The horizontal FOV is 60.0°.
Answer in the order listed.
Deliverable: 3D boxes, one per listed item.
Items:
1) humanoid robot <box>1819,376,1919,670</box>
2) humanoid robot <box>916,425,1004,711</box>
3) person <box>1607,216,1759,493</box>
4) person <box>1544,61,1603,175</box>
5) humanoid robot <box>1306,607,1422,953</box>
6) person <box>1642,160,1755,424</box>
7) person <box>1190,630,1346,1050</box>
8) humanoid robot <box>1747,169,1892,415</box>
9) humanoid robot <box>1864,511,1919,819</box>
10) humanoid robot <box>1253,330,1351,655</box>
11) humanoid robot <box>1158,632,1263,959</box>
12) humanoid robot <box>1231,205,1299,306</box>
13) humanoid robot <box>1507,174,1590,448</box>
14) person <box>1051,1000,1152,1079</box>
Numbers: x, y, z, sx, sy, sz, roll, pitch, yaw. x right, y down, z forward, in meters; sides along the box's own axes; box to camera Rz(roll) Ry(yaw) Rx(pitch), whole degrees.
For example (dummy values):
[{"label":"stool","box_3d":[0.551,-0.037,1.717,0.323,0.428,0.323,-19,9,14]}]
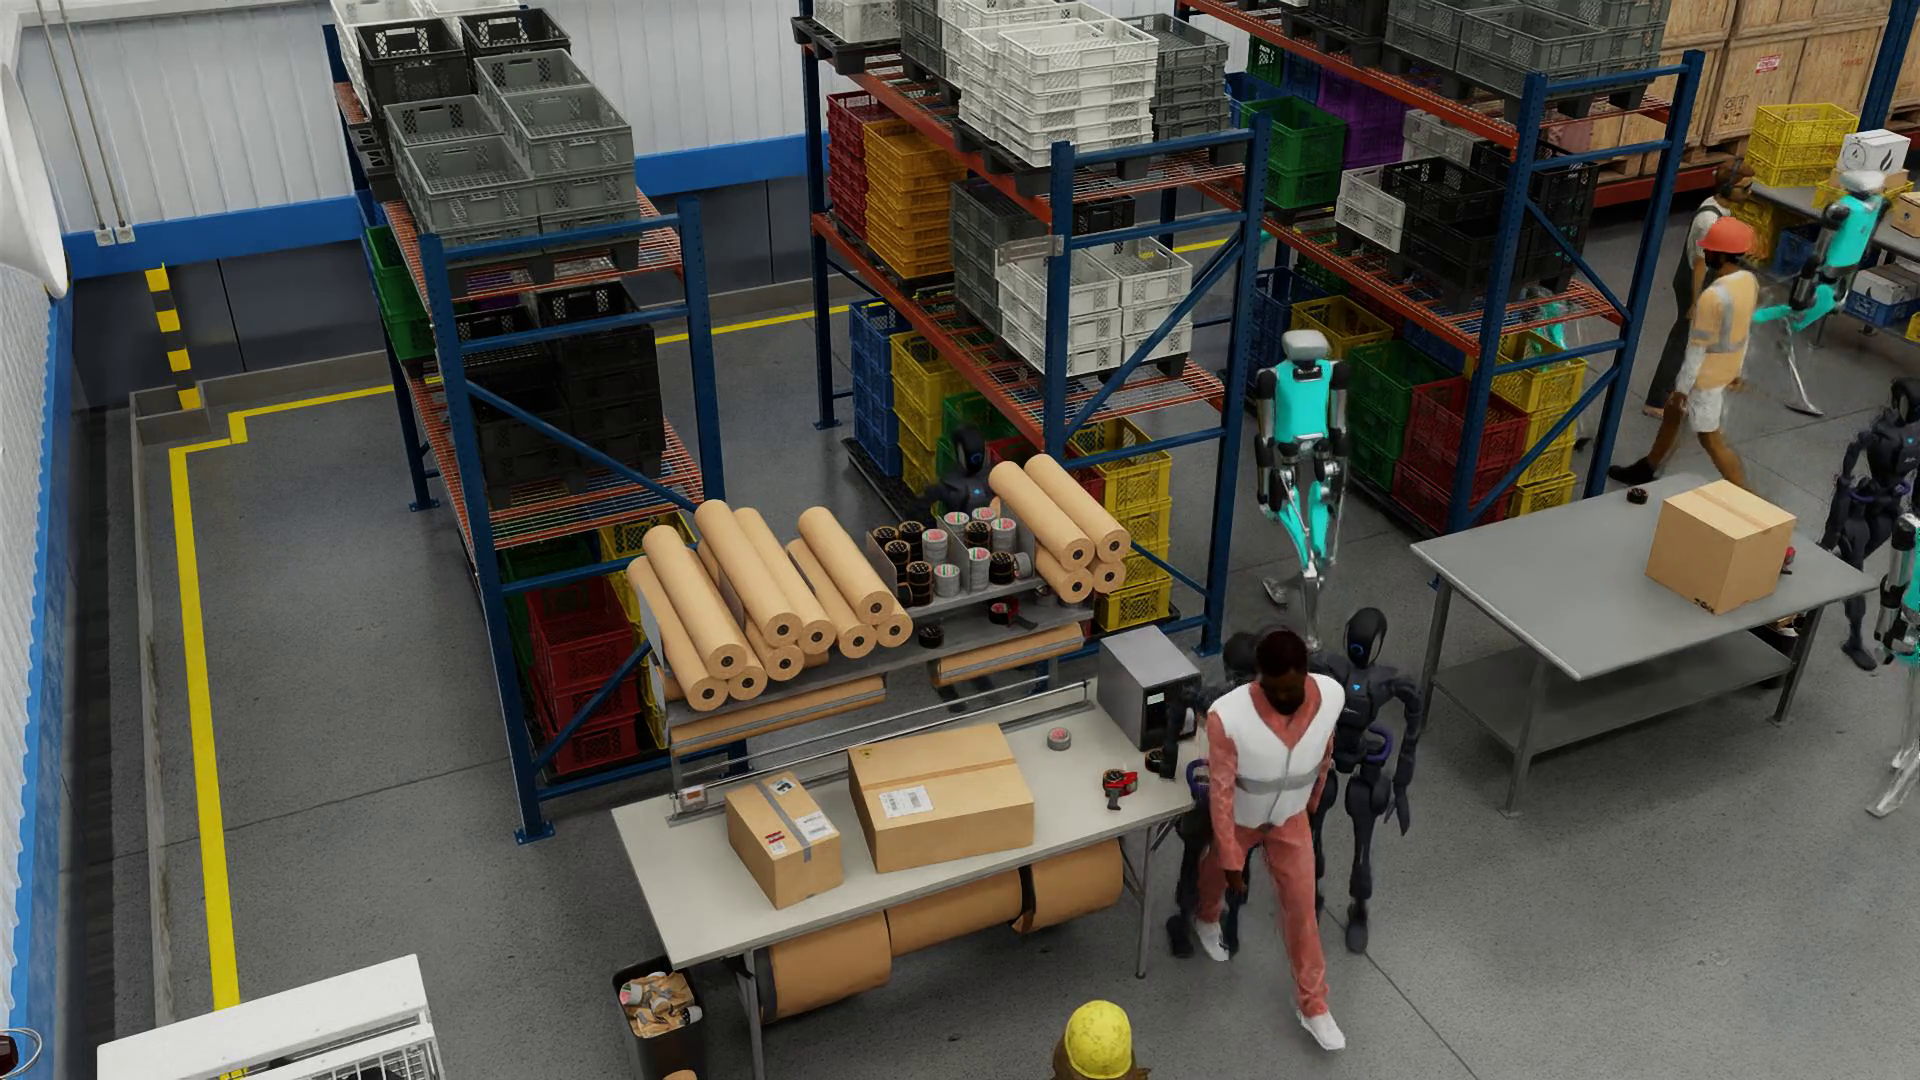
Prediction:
[{"label":"humanoid robot","box_3d":[4.905,-0.169,8.968,0.600,1.647,0.790,-6,32,-10]},{"label":"humanoid robot","box_3d":[0.028,0.158,8.363,0.595,1.648,0.376,-13,34,-20]},{"label":"person","box_3d":[4.593,-1.018,10.078,0.553,1.895,0.979,-28,41,-37]},{"label":"person","box_3d":[4.951,-3.076,13.547,0.522,1.761,0.335,-20,37,-28]},{"label":"humanoid robot","box_3d":[1.612,0.991,7.008,0.609,1.649,0.320,10,33,16]},{"label":"person","box_3d":[4.971,-1.673,11.198,0.336,1.837,0.504,15,35,22]},{"label":"person","box_3d":[1.235,1.131,6.628,0.591,1.851,1.002,-9,33,-14]},{"label":"humanoid robot","box_3d":[5.733,-1.779,11.495,0.531,1.797,0.929,-14,34,-22]},{"label":"humanoid robot","box_3d":[4.654,0.457,7.838,0.930,1.760,0.546,-23,39,-33]},{"label":"humanoid robot","box_3d":[1.914,-0.144,8.864,0.549,1.759,1.035,-7,32,-11]},{"label":"humanoid robot","box_3d":[1.079,1.063,6.891,0.603,1.652,0.367,4,32,7]},{"label":"humanoid robot","box_3d":[2.363,-2.492,12.711,0.771,1.871,0.553,8,32,13]},{"label":"humanoid robot","box_3d":[4.008,-1.440,10.978,0.548,1.850,0.854,-17,35,-25]},{"label":"person","box_3d":[0.402,2.086,5.175,0.483,1.744,0.294,-6,32,-10]}]
